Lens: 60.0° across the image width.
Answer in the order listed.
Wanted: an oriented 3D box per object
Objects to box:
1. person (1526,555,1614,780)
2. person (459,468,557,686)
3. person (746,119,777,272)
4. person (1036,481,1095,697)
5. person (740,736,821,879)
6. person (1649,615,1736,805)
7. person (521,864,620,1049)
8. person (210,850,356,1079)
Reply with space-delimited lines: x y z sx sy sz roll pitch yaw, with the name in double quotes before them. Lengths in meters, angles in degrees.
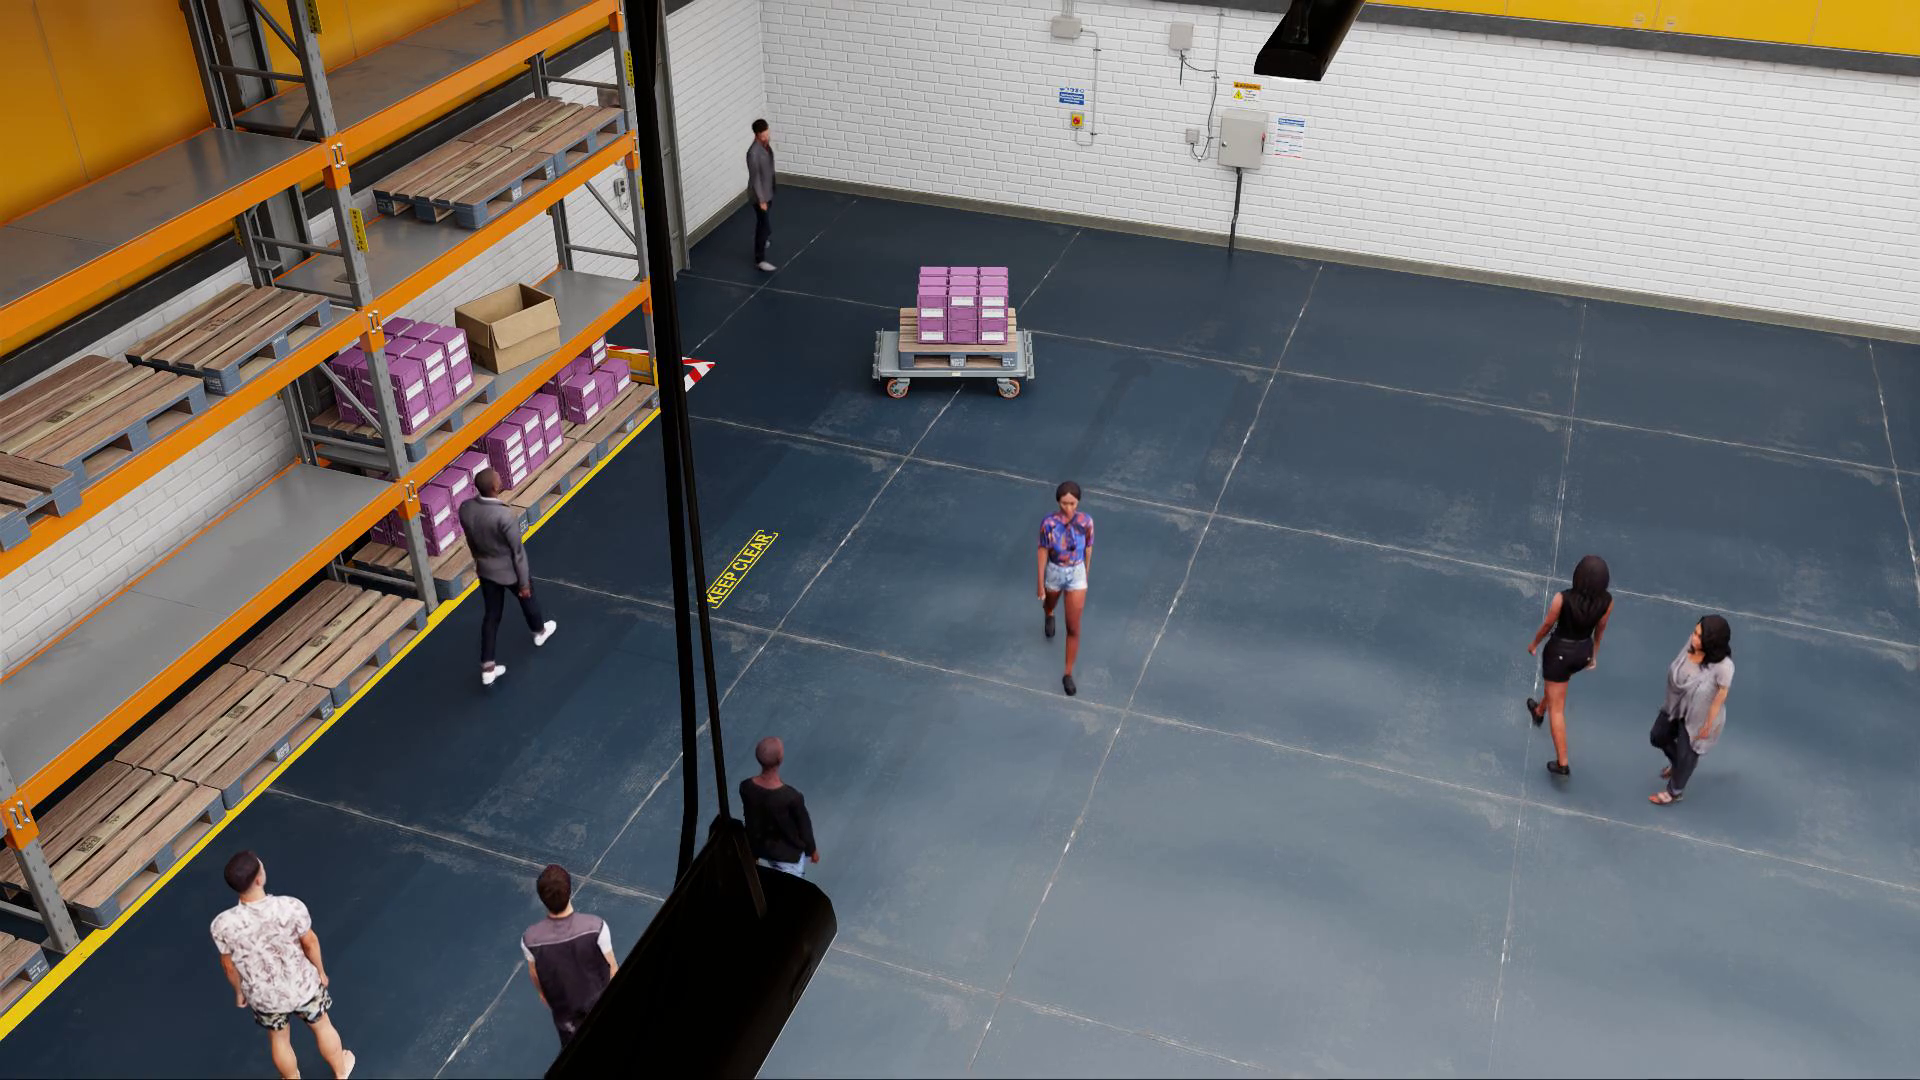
"person" 4.382 0.918 11.948 0.984 1.699 1.252 -4 34 -6
"person" -3.588 0.307 12.800 0.727 1.773 1.116 12 35 17
"person" -2.308 -4.019 19.247 1.055 1.841 0.709 -5 34 -7
"person" 0.796 0.256 12.942 0.926 1.701 1.303 -1 34 -2
"person" -1.148 2.000 10.306 0.674 1.714 1.164 16 37 22
"person" 5.208 1.176 11.653 0.861 1.596 0.803 -9 35 -13
"person" -2.110 2.634 9.254 0.981 1.823 1.123 -5 34 -8
"person" -3.864 2.500 9.463 0.751 1.815 0.786 -11 35 -16
